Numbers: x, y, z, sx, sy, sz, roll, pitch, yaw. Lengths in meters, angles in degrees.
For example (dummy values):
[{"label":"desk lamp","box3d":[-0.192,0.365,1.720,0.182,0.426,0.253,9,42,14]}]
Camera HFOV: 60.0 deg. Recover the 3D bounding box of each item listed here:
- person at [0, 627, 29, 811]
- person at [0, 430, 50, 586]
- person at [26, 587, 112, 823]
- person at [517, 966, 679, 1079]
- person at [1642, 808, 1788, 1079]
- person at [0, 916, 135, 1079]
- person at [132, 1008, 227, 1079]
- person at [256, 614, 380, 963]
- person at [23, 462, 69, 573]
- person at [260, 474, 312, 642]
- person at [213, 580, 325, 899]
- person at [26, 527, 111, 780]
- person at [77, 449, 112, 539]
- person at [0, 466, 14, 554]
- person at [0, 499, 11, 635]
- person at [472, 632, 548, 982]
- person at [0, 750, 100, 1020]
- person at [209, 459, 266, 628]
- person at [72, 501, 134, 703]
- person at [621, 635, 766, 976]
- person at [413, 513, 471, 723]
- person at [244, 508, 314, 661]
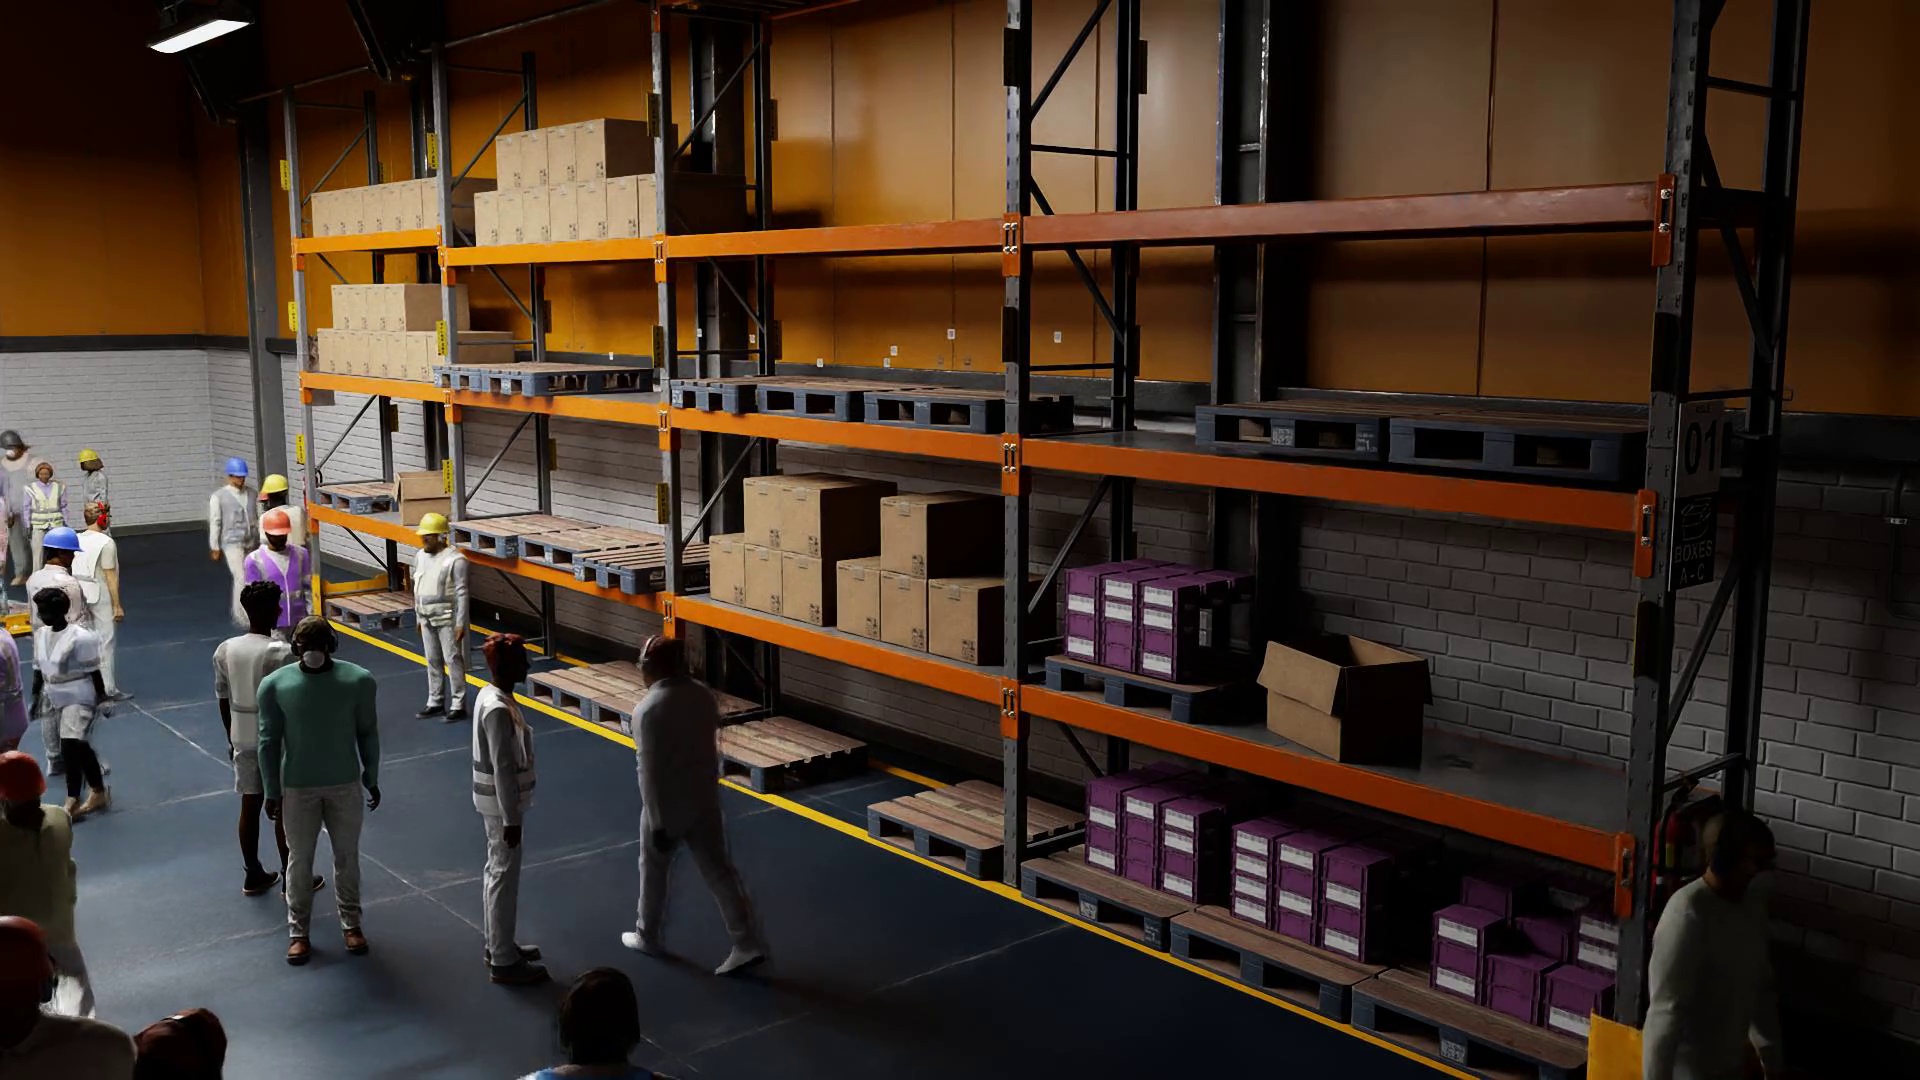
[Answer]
[{"label":"person","box3d":[-6.098,1.197,10.475,0.406,1.919,0.582,-4,9,-27]},{"label":"person","box3d":[-12.119,-0.454,21.502,0.684,2.000,0.749,-1,8,-6]},{"label":"person","box3d":[-6.292,1.155,11.629,0.537,1.667,0.662,4,9,28]},{"label":"person","box3d":[-1.001,2.080,4.761,0.628,1.785,0.963,0,8,-3]},{"label":"person","box3d":[2.718,1.875,5.745,0.842,1.909,0.653,8,11,44]},{"label":"person","box3d":[-2.609,1.999,4.659,0.620,1.986,0.408,-3,9,-21]},{"label":"person","box3d":[-1.915,2.104,4.317,0.582,1.876,0.377,3,9,20]},{"label":"person","box3d":[-3.542,1.361,9.239,0.632,1.938,0.359,-4,9,-24]},{"label":"person","box3d":[-11.431,-0.157,20.823,0.514,1.640,0.310,-8,11,-43]},{"label":"person","box3d":[-6.791,0.293,16.744,0.423,1.916,0.599,4,9,23]},{"label":"person","box3d":[-4.229,1.214,10.161,0.603,1.966,0.368,2,9,16]},{"label":"person","box3d":[-6.826,0.866,12.680,0.602,1.939,0.399,5,10,32]},{"label":"person","box3d":[-11.277,-0.323,21.674,0.489,1.730,0.324,5,10,32]},{"label":"person","box3d":[-12.343,-0.335,21.086,0.628,1.922,0.819,-3,9,-19]},{"label":"person","box3d":[-10.463,0.177,17.736,0.629,1.879,1.016,-1,8,-7]},{"label":"person","box3d":[-2.447,1.427,8.968,0.338,1.882,0.583,-3,9,-19]},{"label":"person","box3d":[-4.105,1.747,7.380,0.890,1.698,0.573,3,9,21]},{"label":"person","box3d":[-7.882,0.057,18.376,0.859,1.909,0.608,5,9,30]},{"label":"person","box3d":[-7.831,0.570,15.101,0.560,1.836,0.394,5,10,31]},{"label":"person","box3d":[-1.481,1.442,9.061,0.994,1.843,0.644,6,10,37]},{"label":"person","box3d":[-4.514,0.669,14.417,0.600,1.829,0.404,5,10,31]},{"label":"person","box3d":[-5.702,0.684,14.006,0.550,1.924,0.391,-8,11,-43]}]
